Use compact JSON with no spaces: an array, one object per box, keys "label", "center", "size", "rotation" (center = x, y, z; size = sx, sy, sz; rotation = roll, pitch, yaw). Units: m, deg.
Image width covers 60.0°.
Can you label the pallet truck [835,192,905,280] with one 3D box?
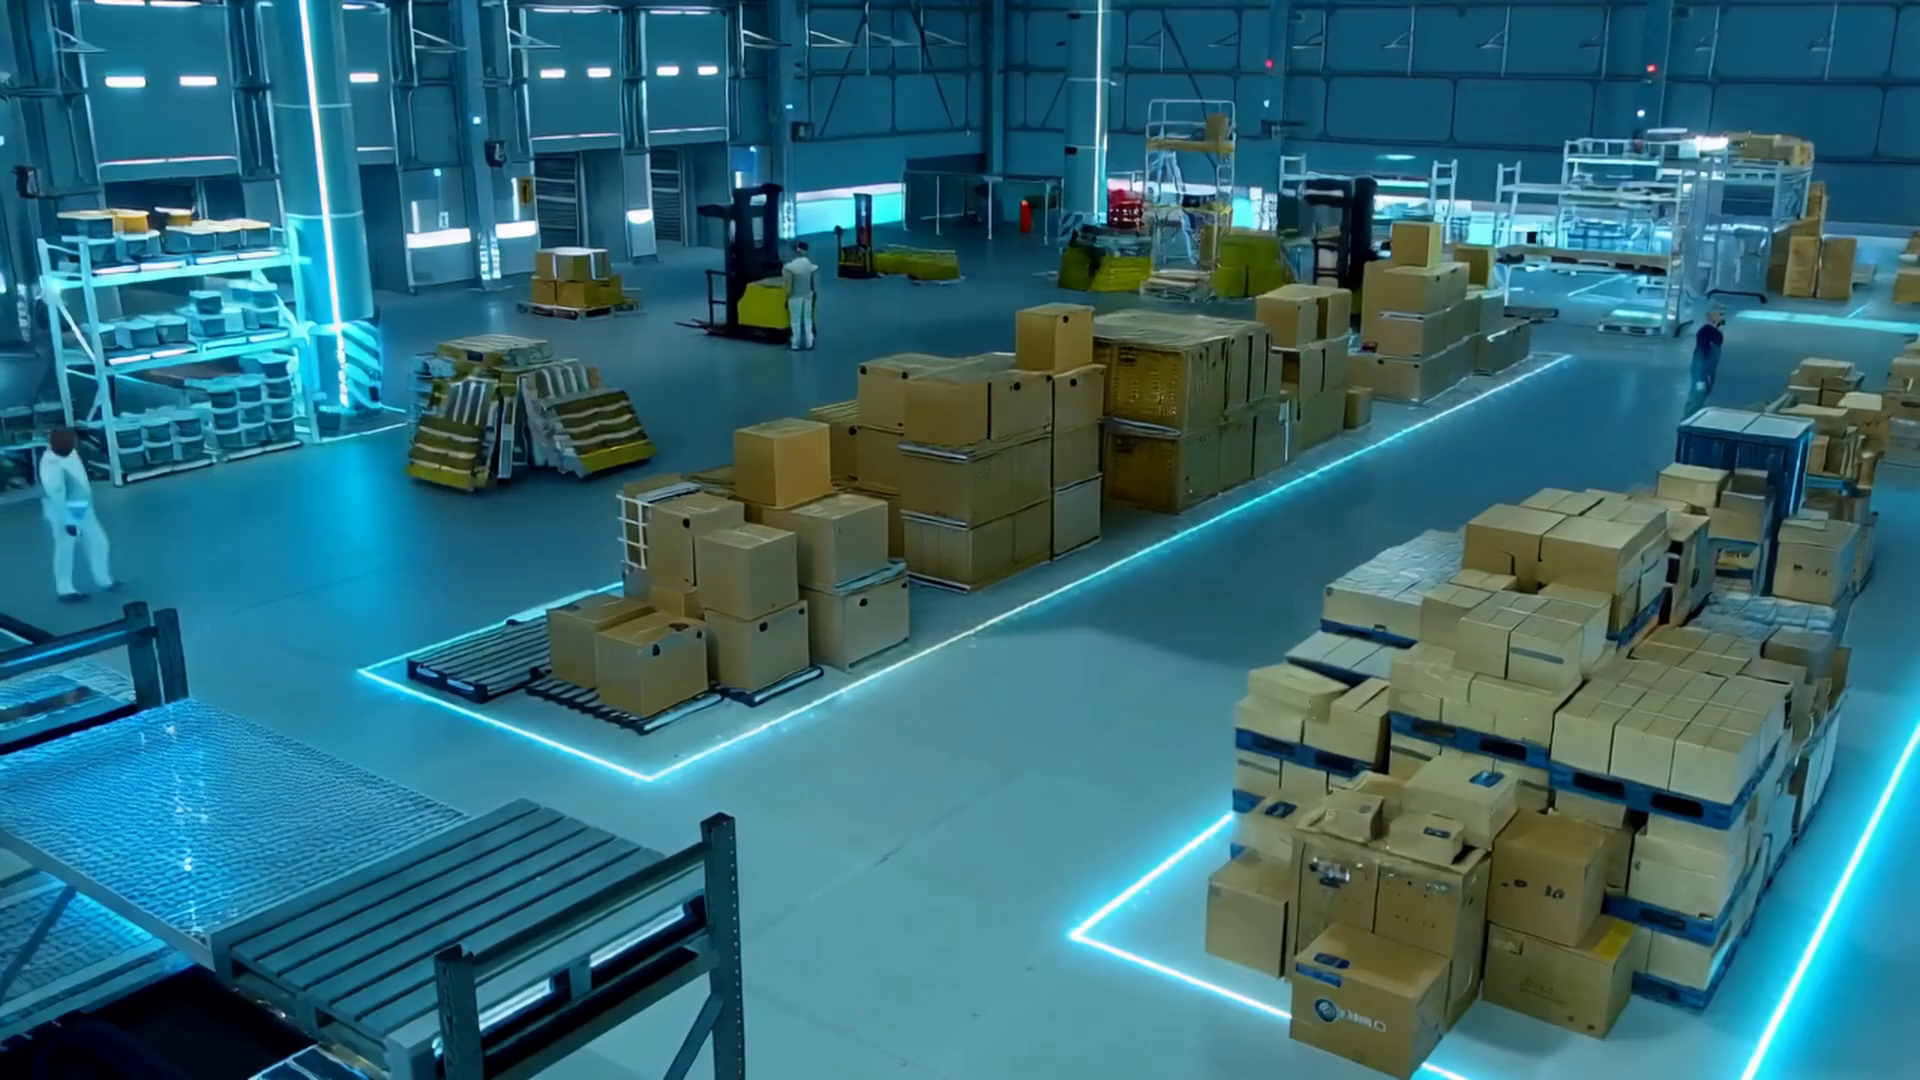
[{"label":"pallet truck","center":[-1.936,-7.159,38.982],"size":[1.885,1.965,0.823],"rotation":[-12,21,-34]}]

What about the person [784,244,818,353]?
[{"label":"person","center":[-2.831,-4.310,29.675],"size":[0.634,1.929,0.381],"rotation":[-9,19,-27]}]

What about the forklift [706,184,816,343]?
[{"label":"forklift","center":[-3.715,-5.181,30.929],"size":[1.873,2.768,1.129],"rotation":[12,21,35]}]

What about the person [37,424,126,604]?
[{"label":"person","center":[-8.681,-0.251,16.415],"size":[0.727,1.816,0.654],"rotation":[-1,17,-4]}]

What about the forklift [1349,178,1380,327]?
[{"label":"forklift","center":[7.751,-5.552,32.158],"size":[1.873,2.768,1.129],"rotation":[3,17,10]}]

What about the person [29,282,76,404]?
[{"label":"person","center":[-13.975,-2.992,25.434],"size":[0.599,1.871,0.892],"rotation":[3,17,11]}]

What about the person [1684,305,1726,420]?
[{"label":"person","center":[10.284,-2.280,22.954],"size":[0.379,1.930,0.624],"rotation":[14,21,38]}]

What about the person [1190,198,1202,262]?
[{"label":"person","center":[5.728,-7.458,40.485],"size":[0.319,1.696,0.532],"rotation":[-2,17,-7]}]
